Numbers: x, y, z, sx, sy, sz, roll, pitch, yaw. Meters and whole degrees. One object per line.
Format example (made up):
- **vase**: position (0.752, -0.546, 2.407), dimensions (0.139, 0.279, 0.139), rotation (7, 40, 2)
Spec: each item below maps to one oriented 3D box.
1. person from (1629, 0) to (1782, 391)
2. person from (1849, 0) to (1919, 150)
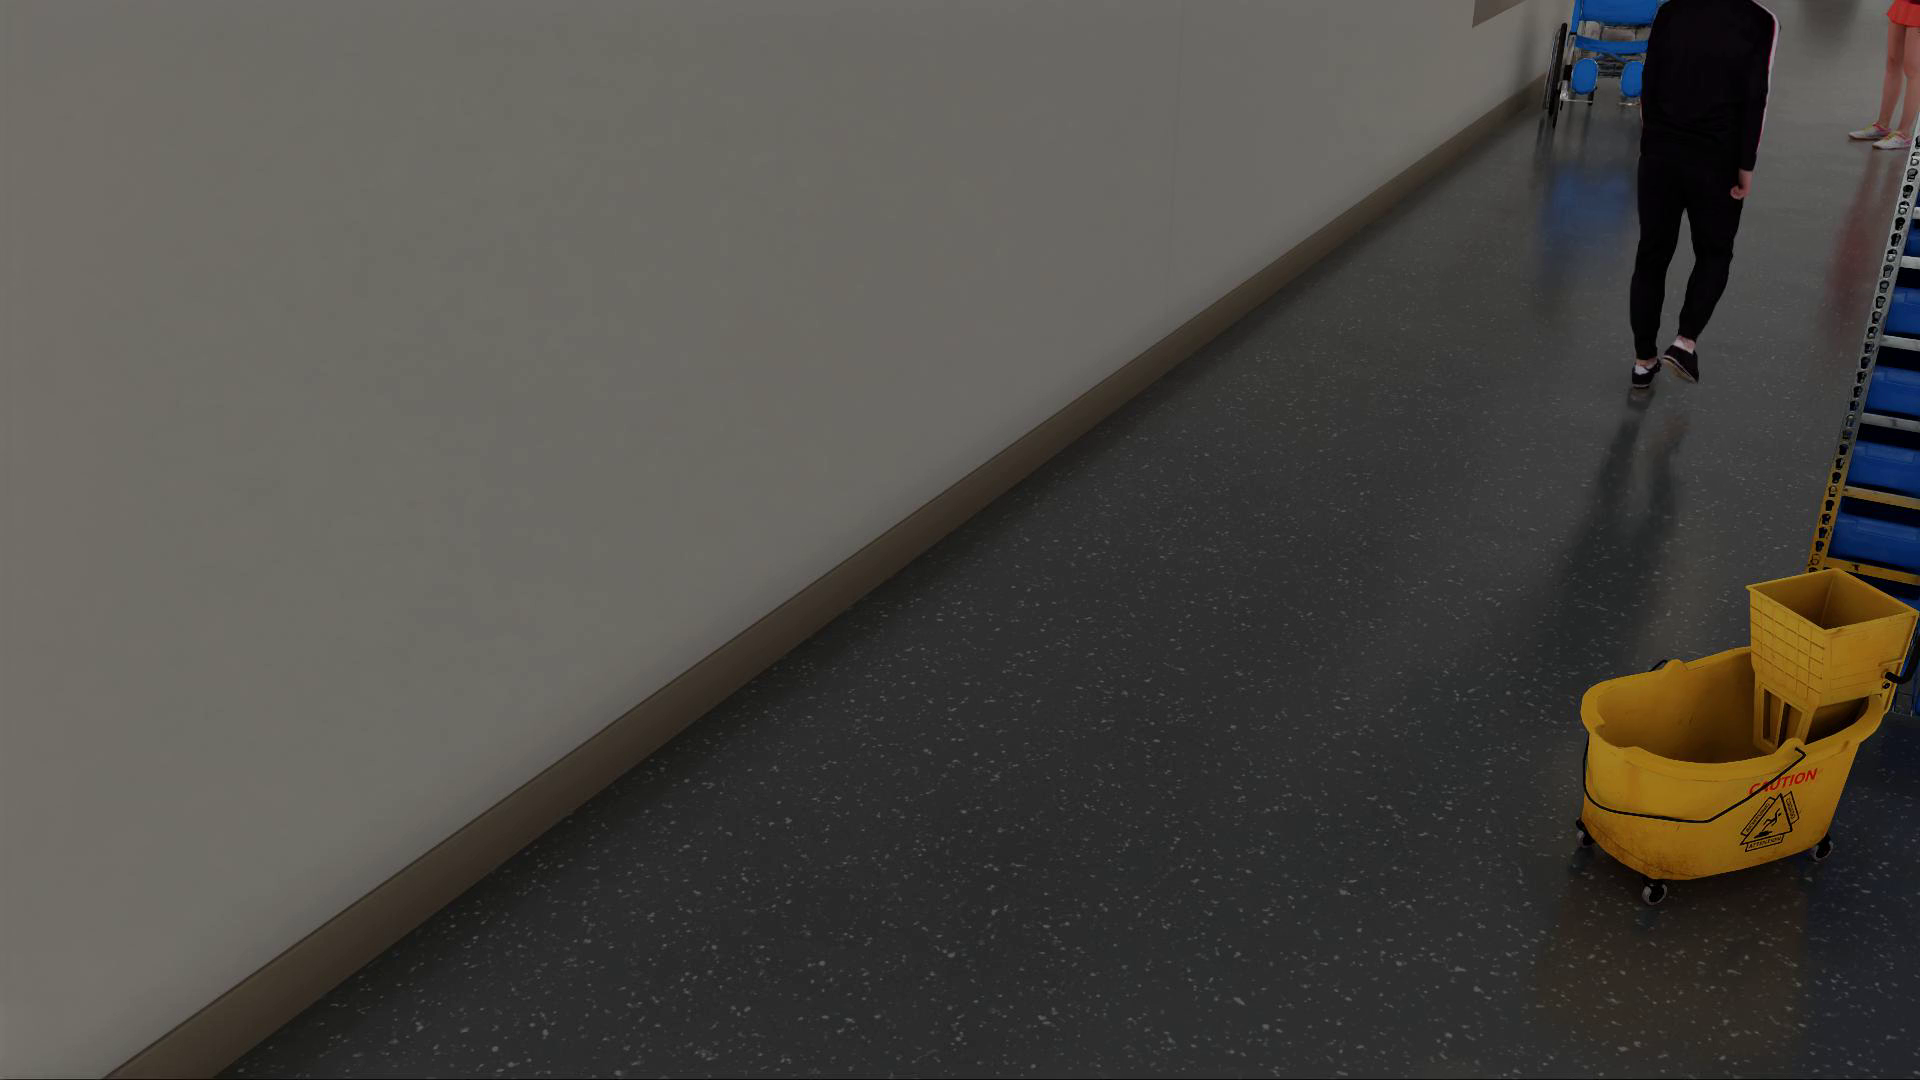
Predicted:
- **person**: position (2.844, -1.445, 6.563), dimensions (0.662, 1.819, 0.759), rotation (19, 32, 35)
- **person**: position (6.230, -3.456, 10.815), dimensions (0.685, 1.749, 0.660), rotation (0, 26, -1)
